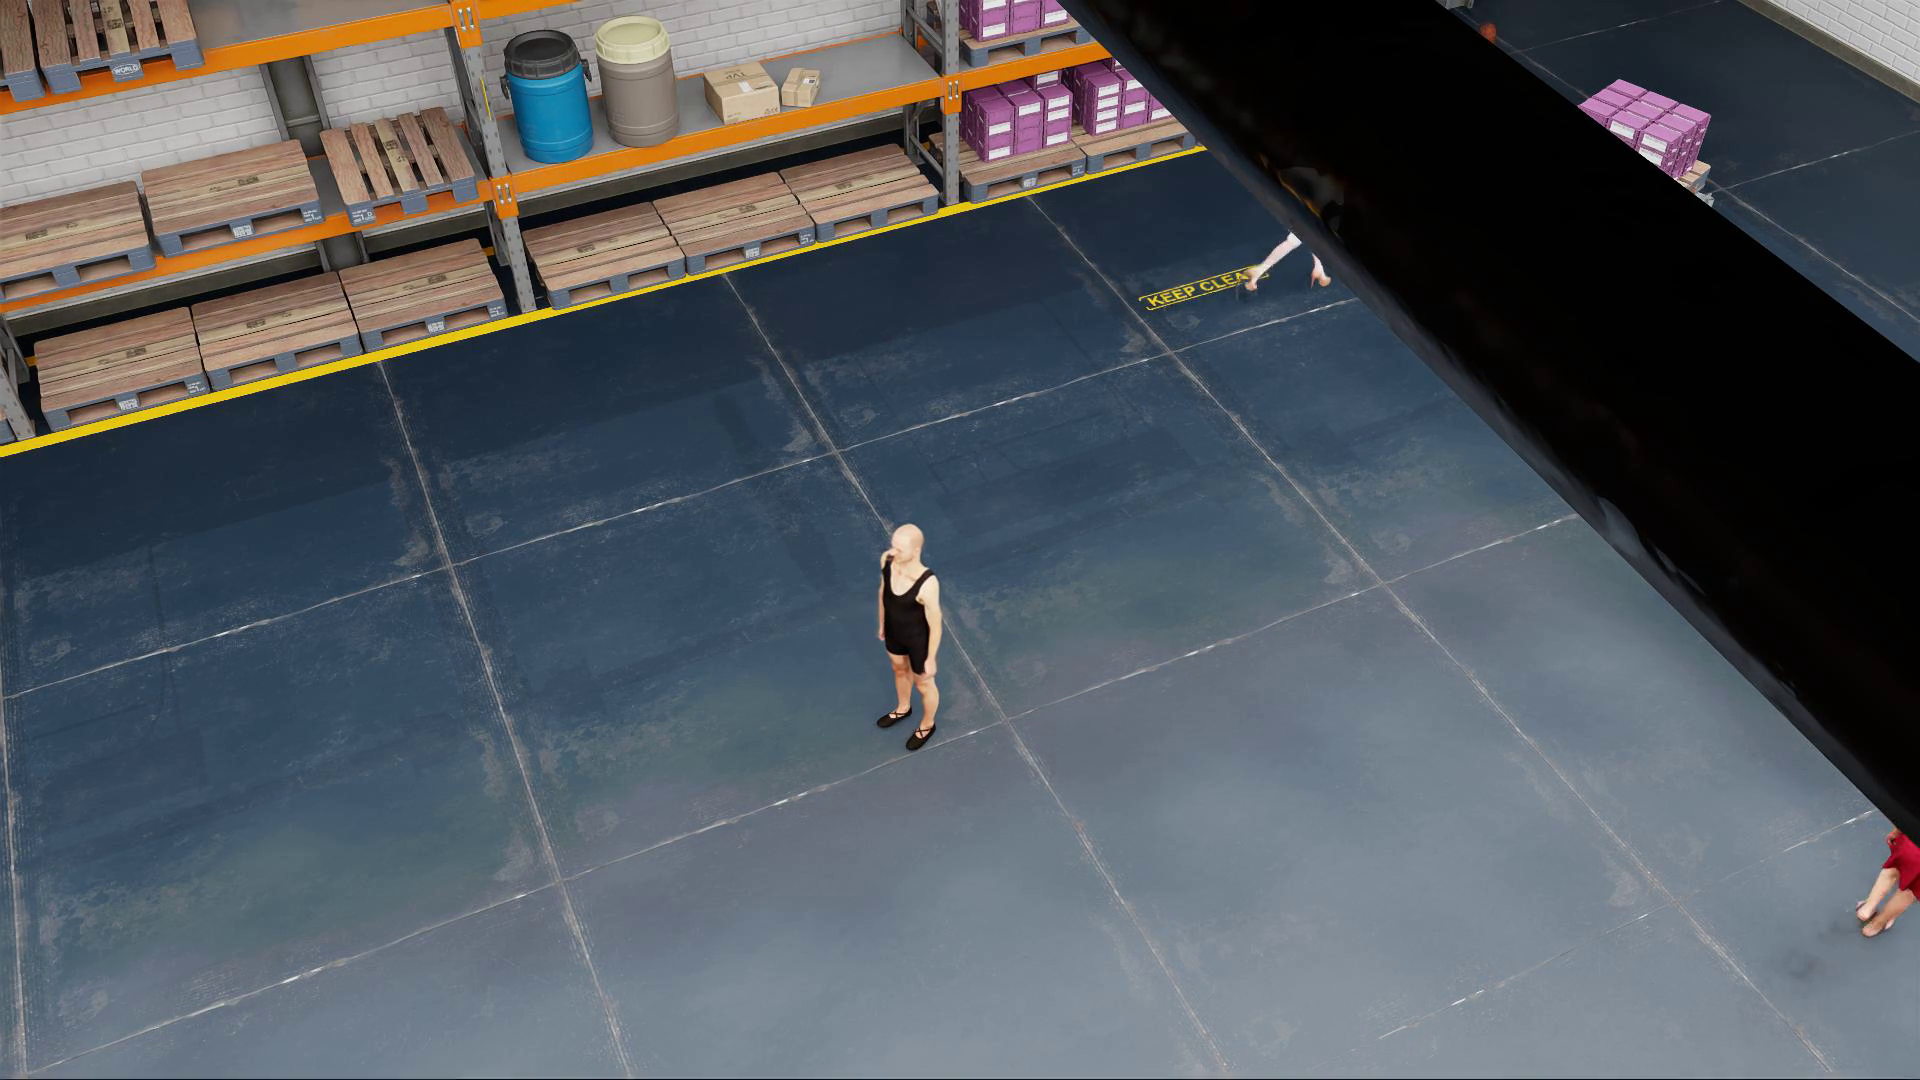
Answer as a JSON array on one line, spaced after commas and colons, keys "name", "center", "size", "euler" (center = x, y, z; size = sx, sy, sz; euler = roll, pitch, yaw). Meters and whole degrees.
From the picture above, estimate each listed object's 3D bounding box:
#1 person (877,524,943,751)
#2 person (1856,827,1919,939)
[{"name": "person", "center": [-0.295, 0.581, 10.279], "size": [0.629, 1.815, 0.699], "euler": [-33, 53, -30]}, {"name": "person", "center": [5.343, 1.750, 9.249], "size": [0.675, 1.543, 0.620], "euler": [-26, 49, -25]}]
